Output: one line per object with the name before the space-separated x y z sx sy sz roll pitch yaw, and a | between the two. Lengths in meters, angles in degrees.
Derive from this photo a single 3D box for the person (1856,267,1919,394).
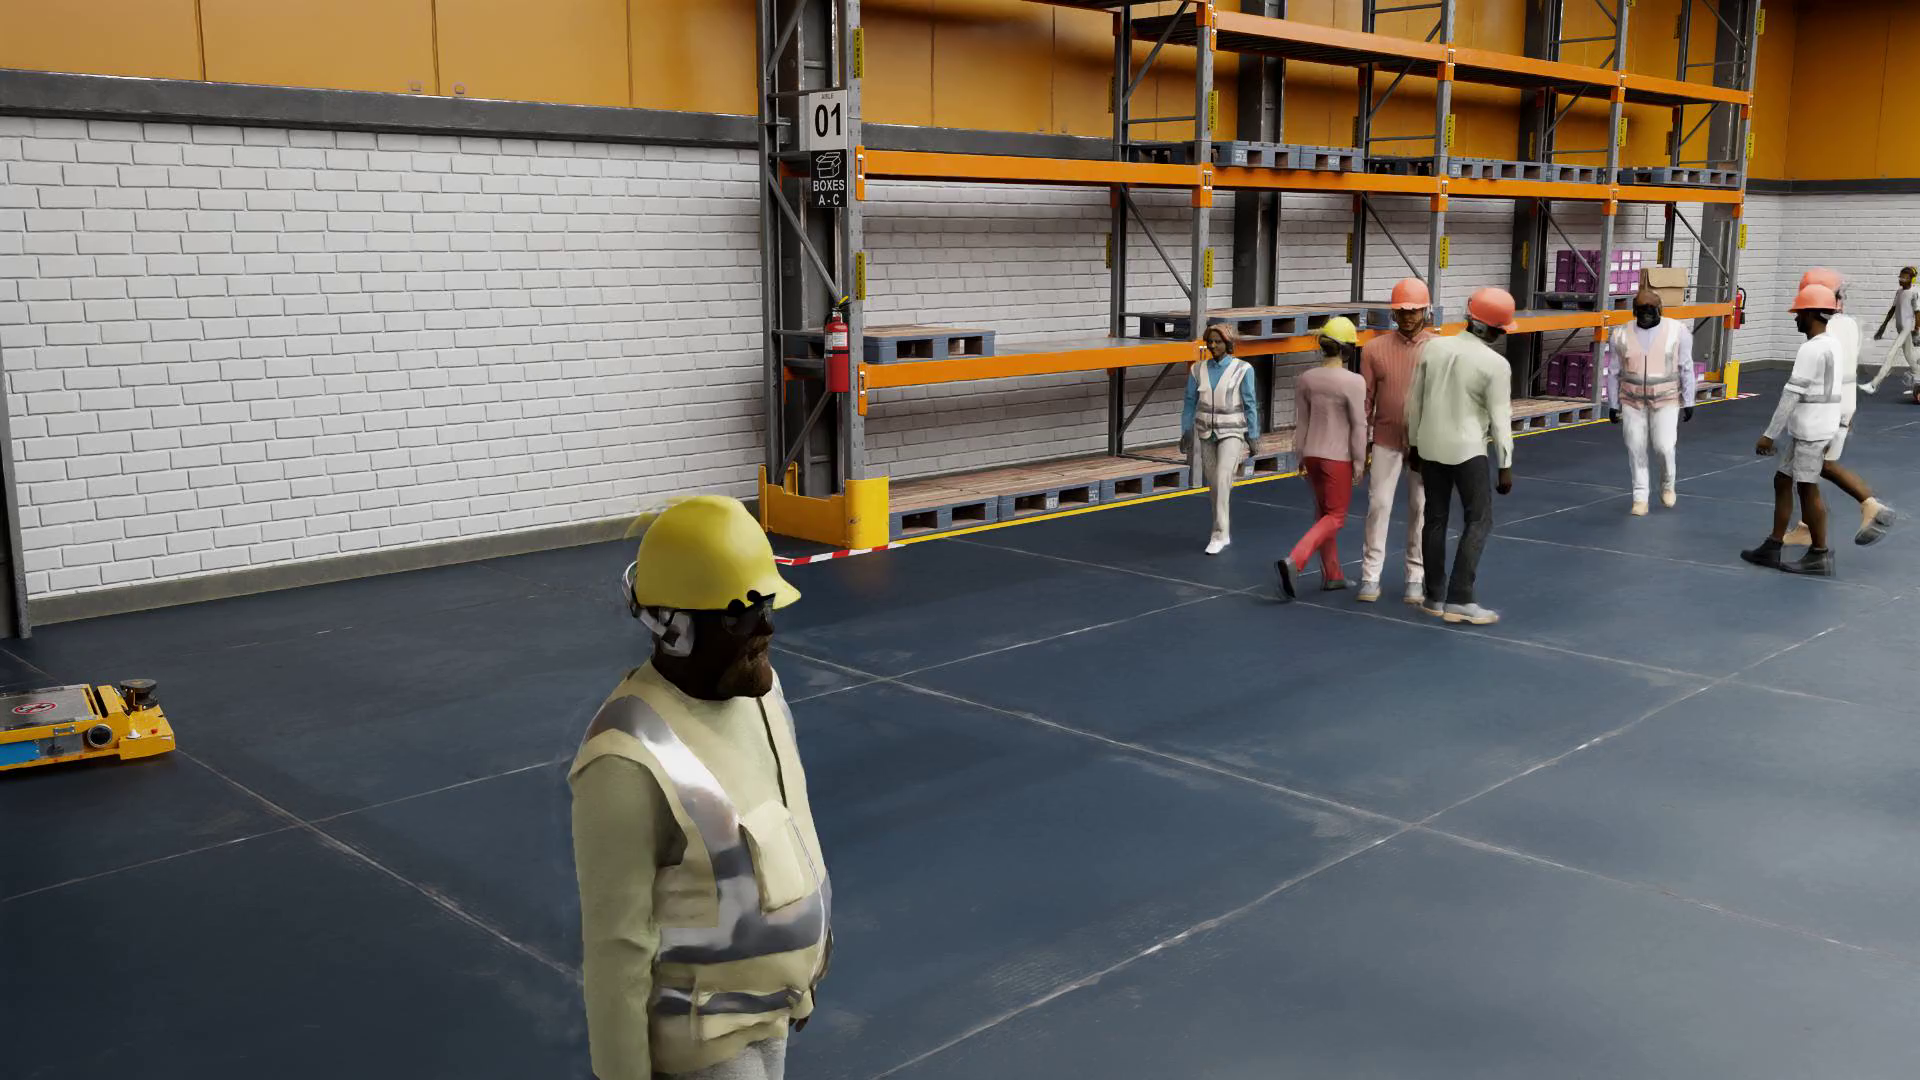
person | 13.201 -2.927 23.368 1.010 1.797 0.561 1 10 7

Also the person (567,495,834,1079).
person | -0.516 0.804 2.990 0.733 1.816 0.588 3 11 15

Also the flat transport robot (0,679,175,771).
flat transport robot | -4.149 0.833 7.029 1.431 0.197 0.652 -6 12 -31

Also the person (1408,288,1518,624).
person | 2.879 -0.480 9.646 0.414 1.944 0.713 -9 14 -40

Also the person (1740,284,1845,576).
person | 5.551 -0.723 11.030 0.624 1.913 0.581 8 13 36

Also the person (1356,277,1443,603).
person | 2.736 -0.601 10.165 0.639 1.987 0.420 3 11 18

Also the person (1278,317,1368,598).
person | 2.237 -0.503 10.293 0.727 1.748 0.535 -7 12 -33

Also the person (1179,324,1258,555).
person | 1.778 -0.703 11.707 0.547 1.613 0.648 8 13 38

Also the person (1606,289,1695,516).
person | 5.539 -1.101 13.374 0.665 1.818 0.496 7 12 32

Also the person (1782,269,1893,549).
person | 6.171 -0.895 11.685 0.640 2.015 0.726 -7 13 -35
